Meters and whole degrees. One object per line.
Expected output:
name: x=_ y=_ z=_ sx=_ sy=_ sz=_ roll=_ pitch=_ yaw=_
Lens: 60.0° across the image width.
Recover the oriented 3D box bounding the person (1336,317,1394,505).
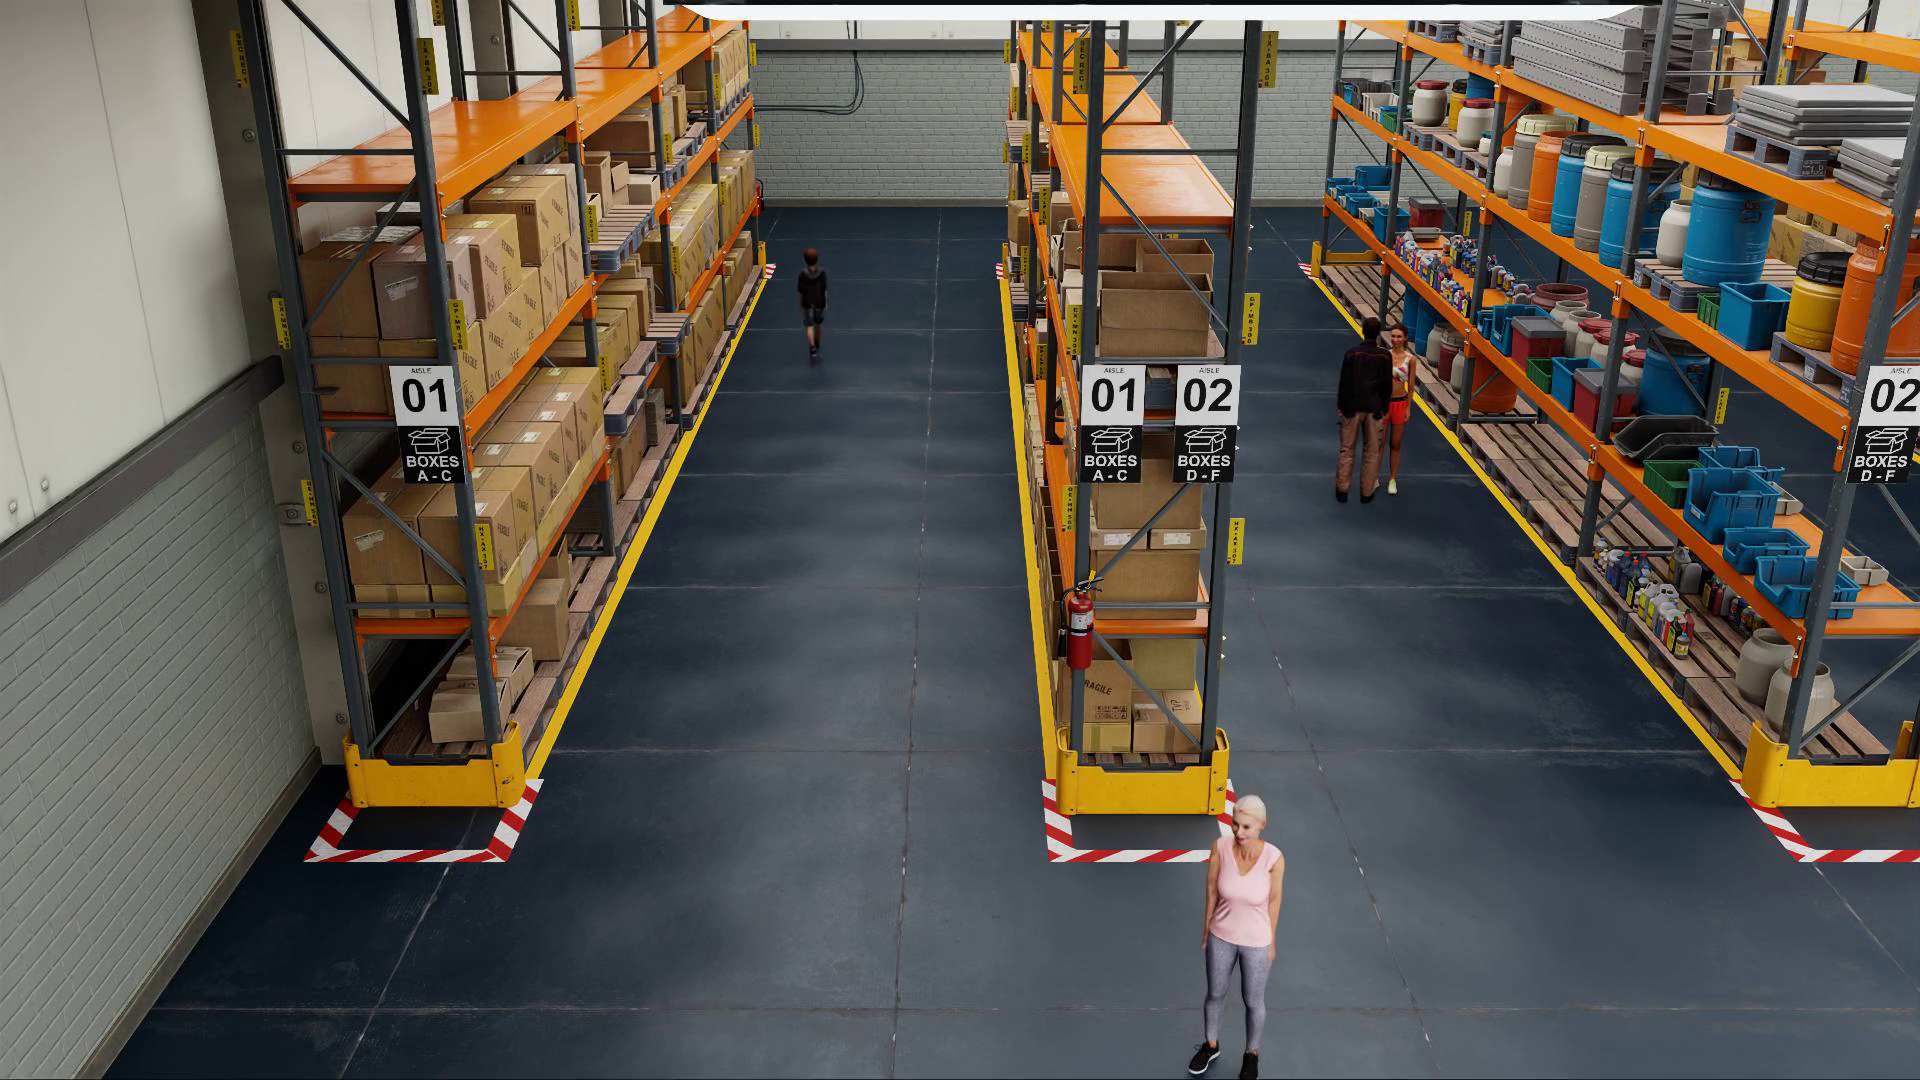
person: x=4.084 y=-1.318 z=16.875 sx=0.719 sy=1.923 sz=0.619 roll=3 pitch=22 yaw=7

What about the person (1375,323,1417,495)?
person: x=4.454 y=-1.368 z=17.171 sx=0.650 sy=1.792 sz=0.669 roll=9 pitch=24 yaw=20

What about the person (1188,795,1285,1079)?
person: x=1.487 y=2.093 z=8.798 sx=0.625 sy=1.724 sz=0.620 roll=9 pitch=24 yaw=22

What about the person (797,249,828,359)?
person: x=-1.937 y=-3.083 z=21.864 sx=0.652 sy=1.414 sz=0.990 roll=-4 pitch=23 yaw=-9
